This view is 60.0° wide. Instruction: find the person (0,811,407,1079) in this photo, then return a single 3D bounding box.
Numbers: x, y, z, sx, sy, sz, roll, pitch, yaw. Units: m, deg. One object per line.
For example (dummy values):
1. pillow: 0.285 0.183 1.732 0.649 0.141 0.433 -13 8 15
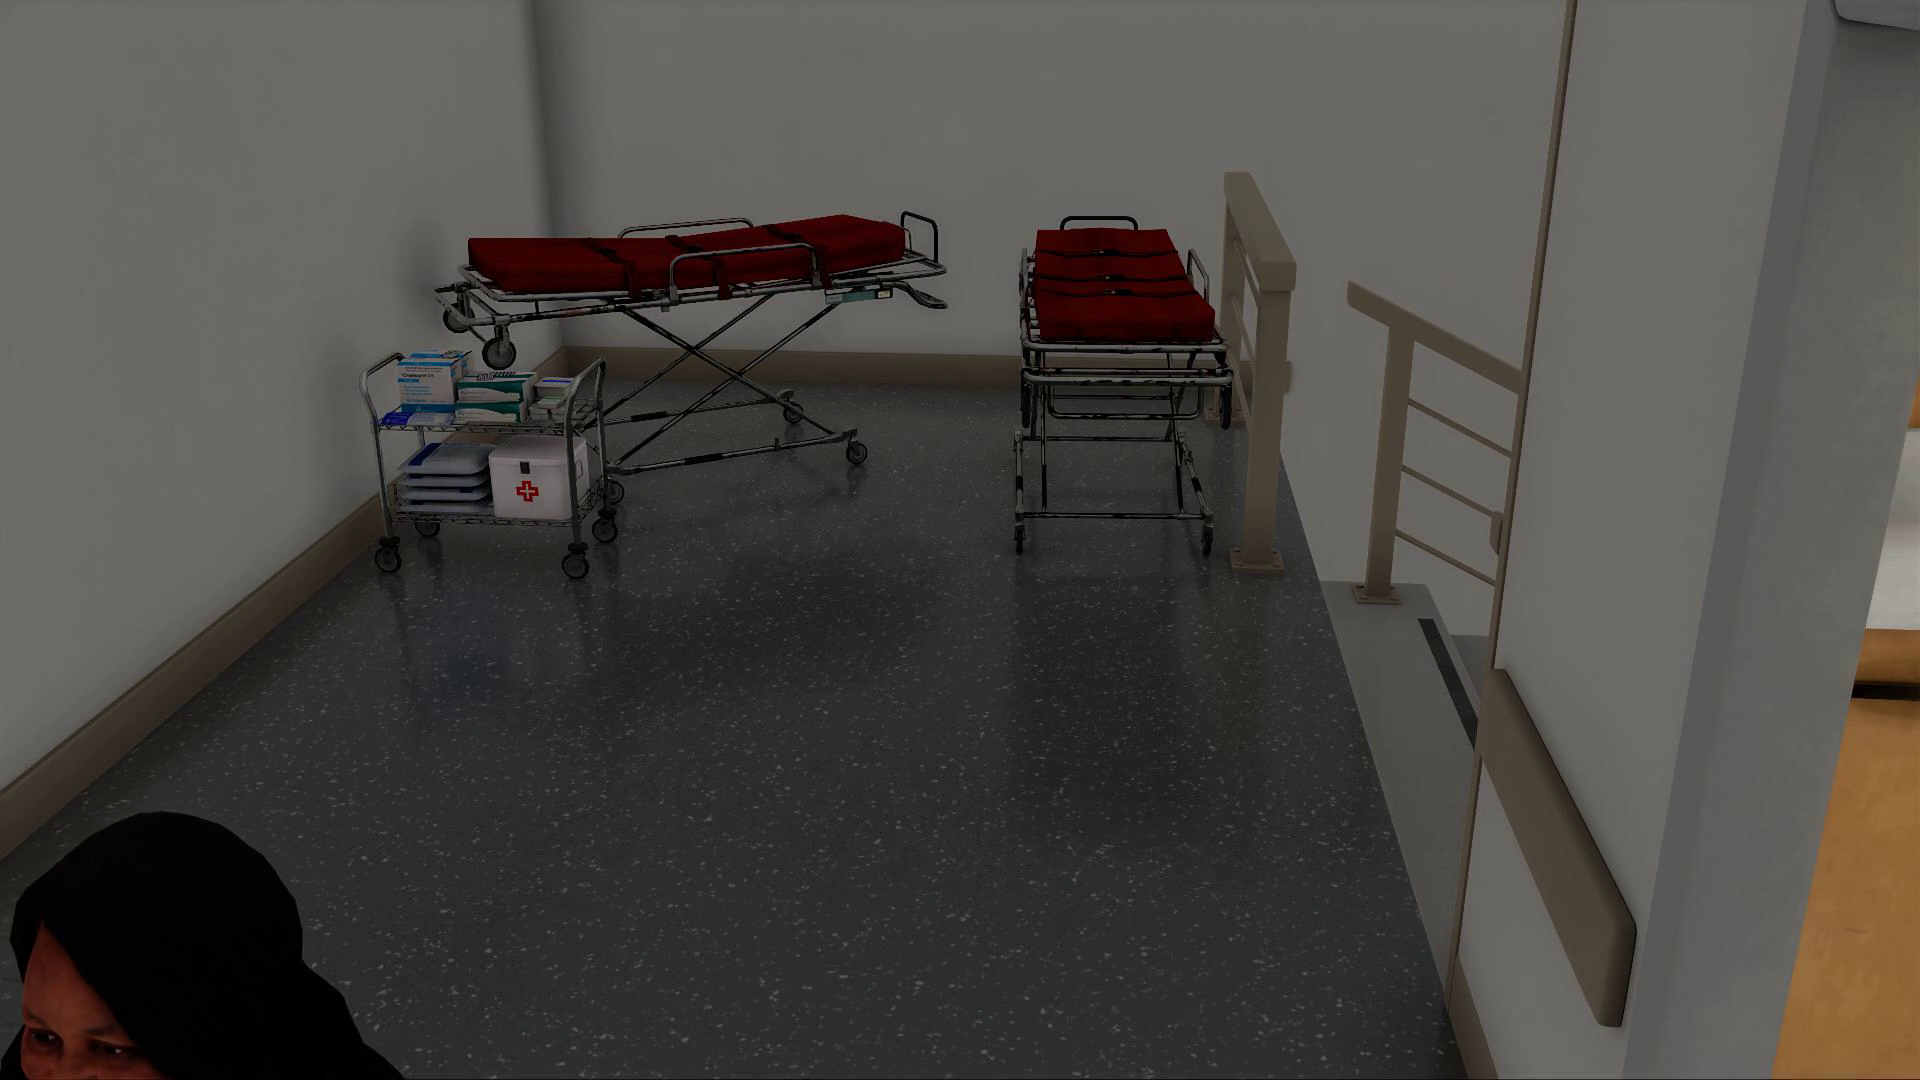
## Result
1. person: -0.710 0.980 1.724 0.688 1.613 0.673 5 21 14
